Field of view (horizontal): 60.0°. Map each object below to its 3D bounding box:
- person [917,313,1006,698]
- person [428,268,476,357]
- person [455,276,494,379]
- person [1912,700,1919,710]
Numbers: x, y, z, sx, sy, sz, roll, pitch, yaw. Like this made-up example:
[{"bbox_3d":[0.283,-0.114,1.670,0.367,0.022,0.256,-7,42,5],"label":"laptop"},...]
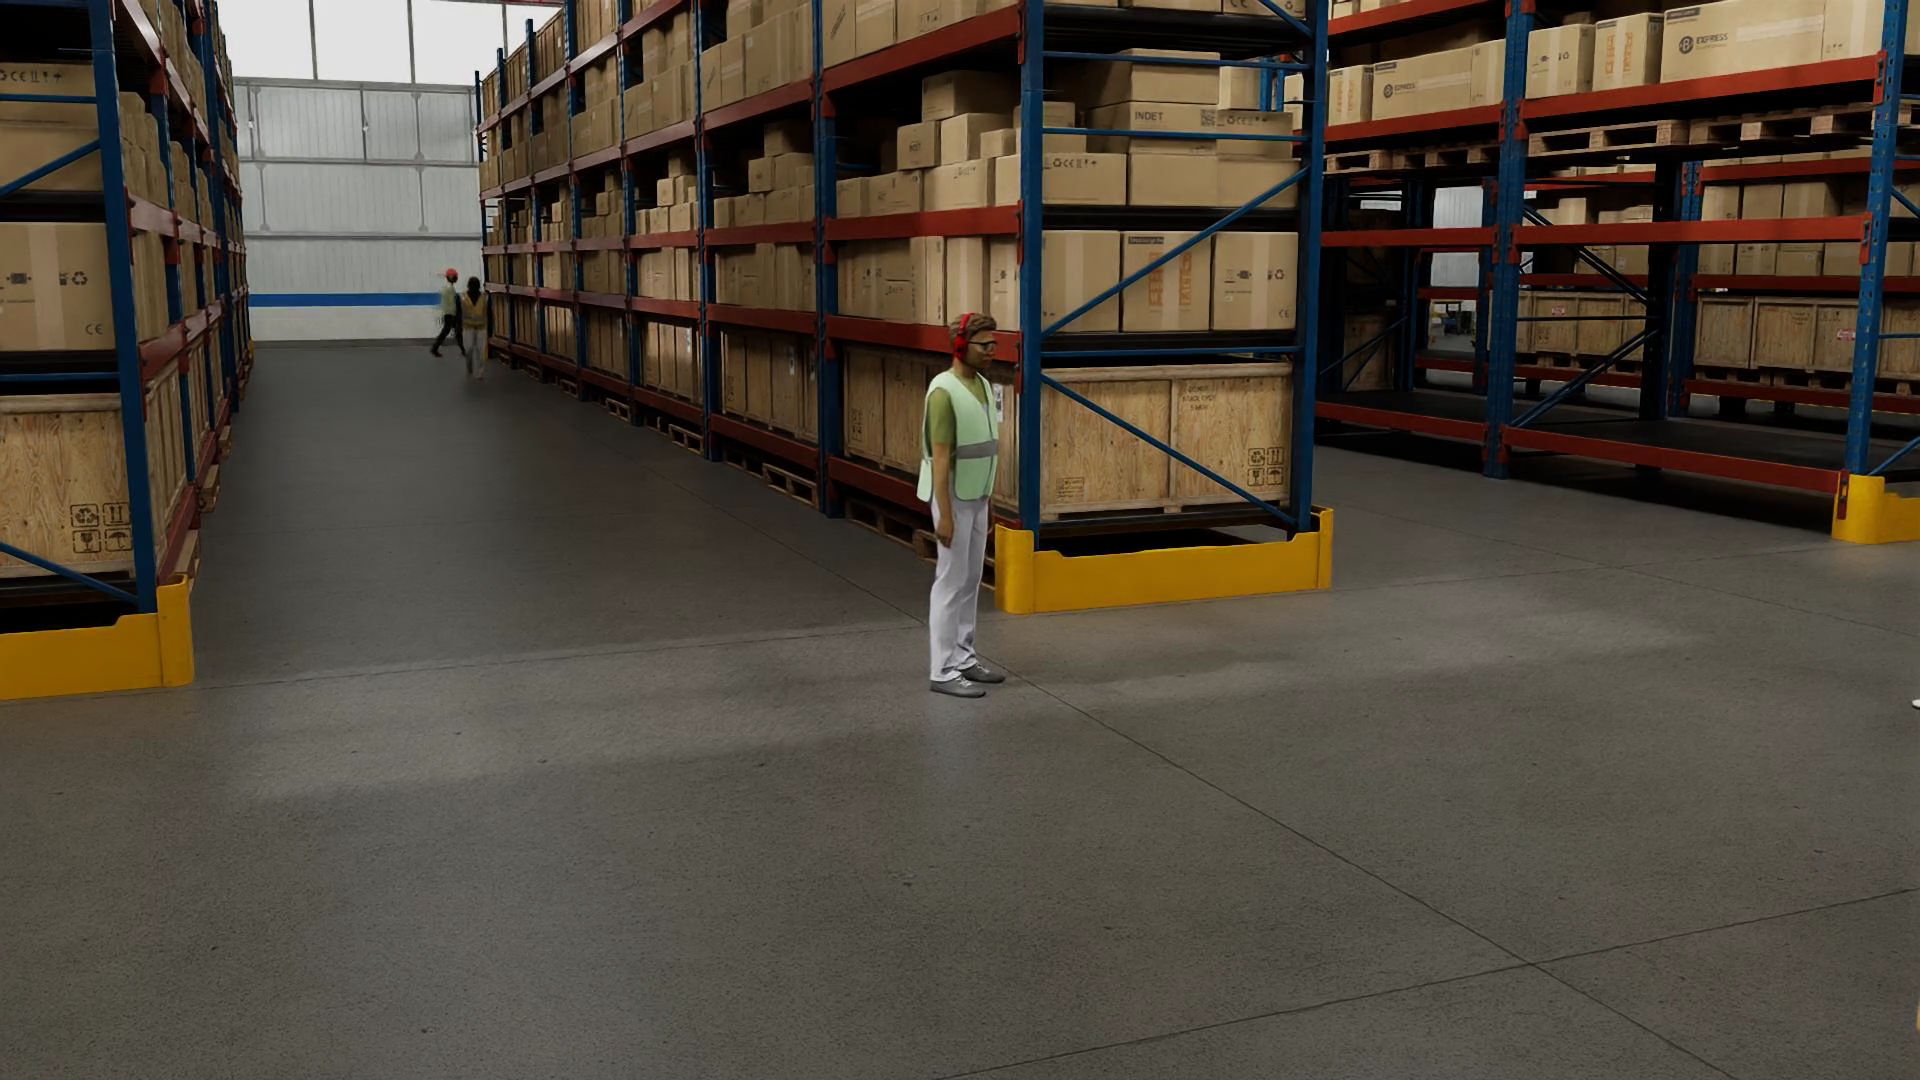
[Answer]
[{"bbox_3d":[0.001,-0.169,8.008,0.393,1.835,0.559,4,10,23],"label":"person"},{"bbox_3d":[-11.205,-4.965,36.417,1.018,1.952,0.641,-4,10,-23],"label":"person"},{"bbox_3d":[-8.546,-3.729,29.345,0.661,1.823,0.596,-4,10,-21],"label":"person"},{"bbox_3d":[4.672,-0.135,7.629,0.401,1.900,0.647,8,13,41],"label":"person"}]
